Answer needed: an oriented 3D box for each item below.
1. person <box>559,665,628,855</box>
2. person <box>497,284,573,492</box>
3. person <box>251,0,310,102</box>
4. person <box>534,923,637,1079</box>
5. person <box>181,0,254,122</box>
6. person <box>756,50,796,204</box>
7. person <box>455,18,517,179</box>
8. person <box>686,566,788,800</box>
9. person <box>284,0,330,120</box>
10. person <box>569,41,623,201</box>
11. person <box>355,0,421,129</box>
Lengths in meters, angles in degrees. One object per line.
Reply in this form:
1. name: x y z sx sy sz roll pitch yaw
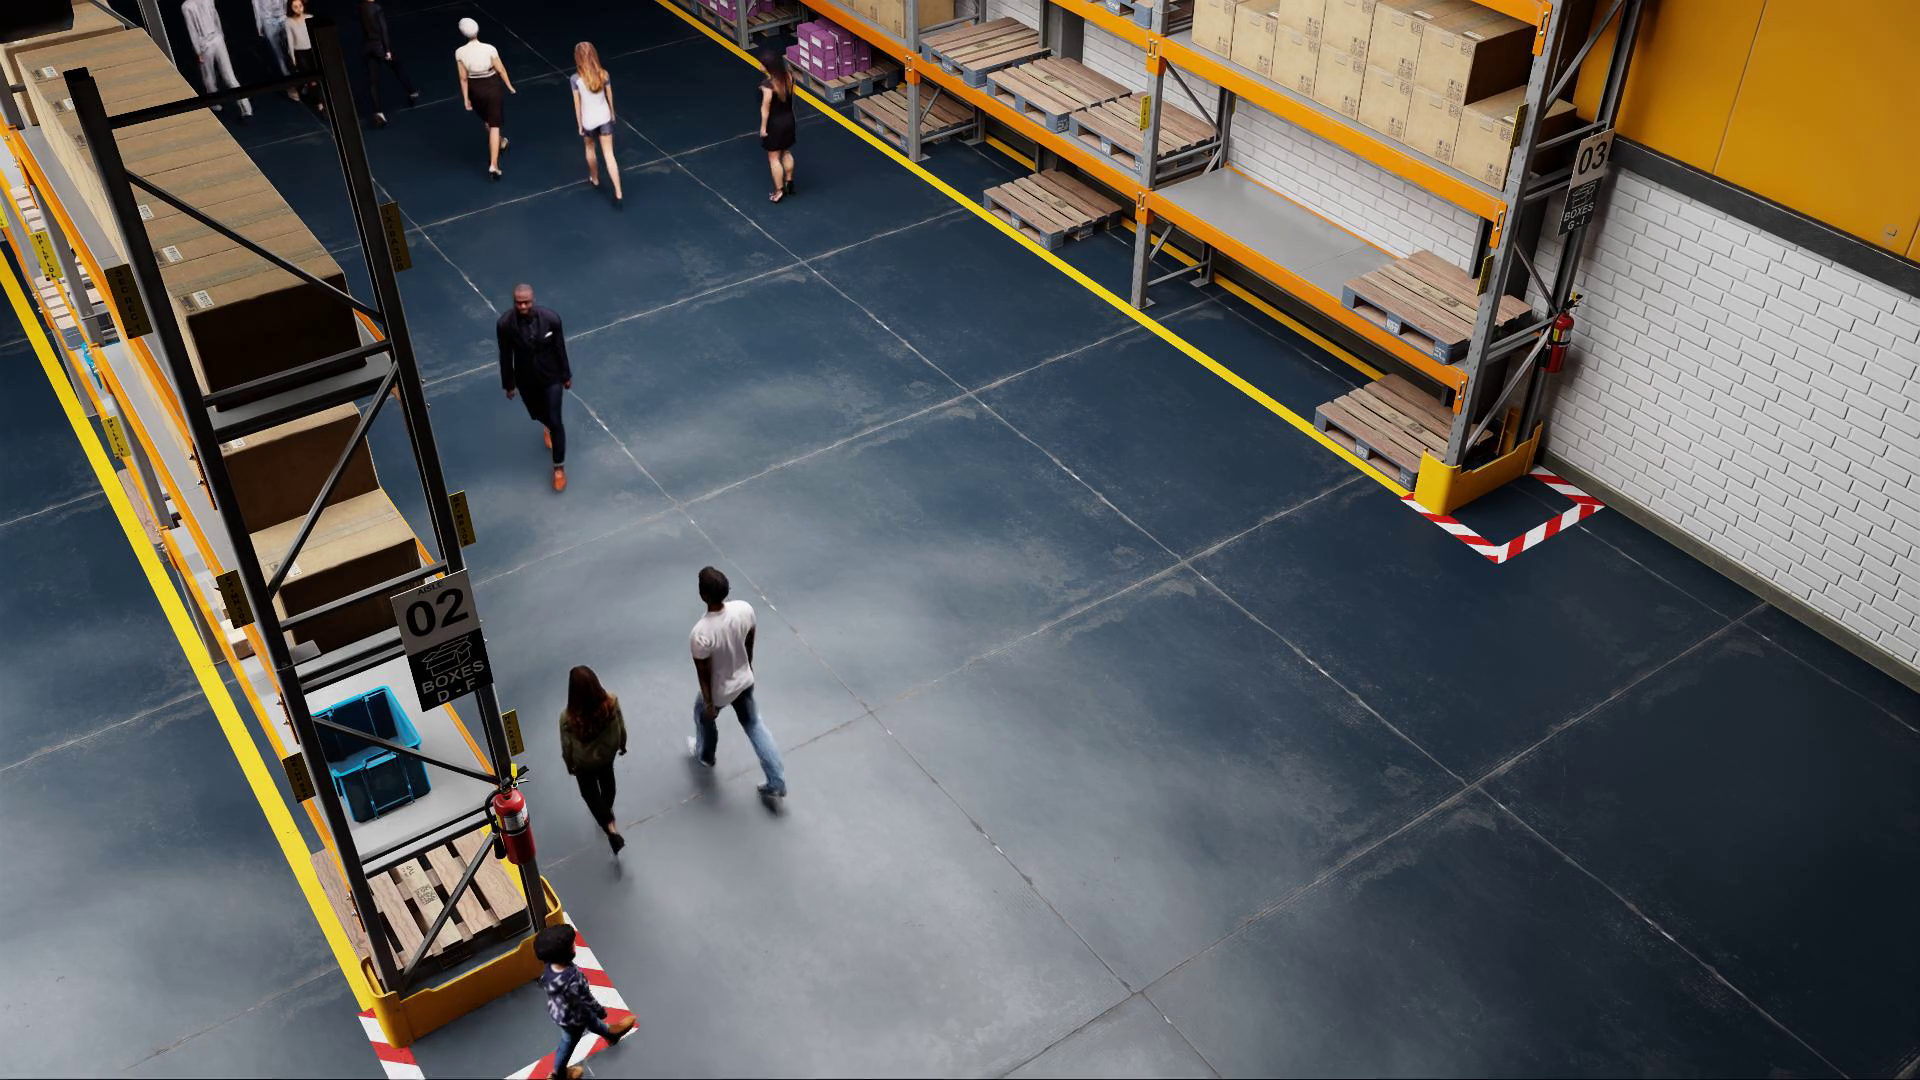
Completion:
1. person: -2.325 1.411 10.715 0.600 1.460 0.857 -21 43 -25
2. person: -3.525 -1.383 13.954 1.068 1.785 1.296 -4 39 -5
3. person: -8.104 -6.086 19.849 0.763 1.776 0.662 32 48 33
4. person: -2.237 2.651 9.354 0.572 1.220 0.773 -25 45 -28
5. person: -8.691 -5.715 19.420 1.183 1.732 0.785 30 48 32
6. person: -1.945 -4.460 17.869 0.719 1.707 0.756 31 48 33
7. person: -5.234 -4.816 18.324 1.079 1.696 1.222 1 39 2
8. person: -1.474 0.991 10.951 0.805 1.822 1.228 -31 48 -33
9. person: -7.768 -5.769 19.715 0.568 1.449 1.008 -26 45 -28
10. person: -3.878 -4.445 17.863 0.713 1.691 1.116 -16 41 -19
11. person: -6.826 -5.638 19.377 1.063 1.666 1.036 13 40 15
